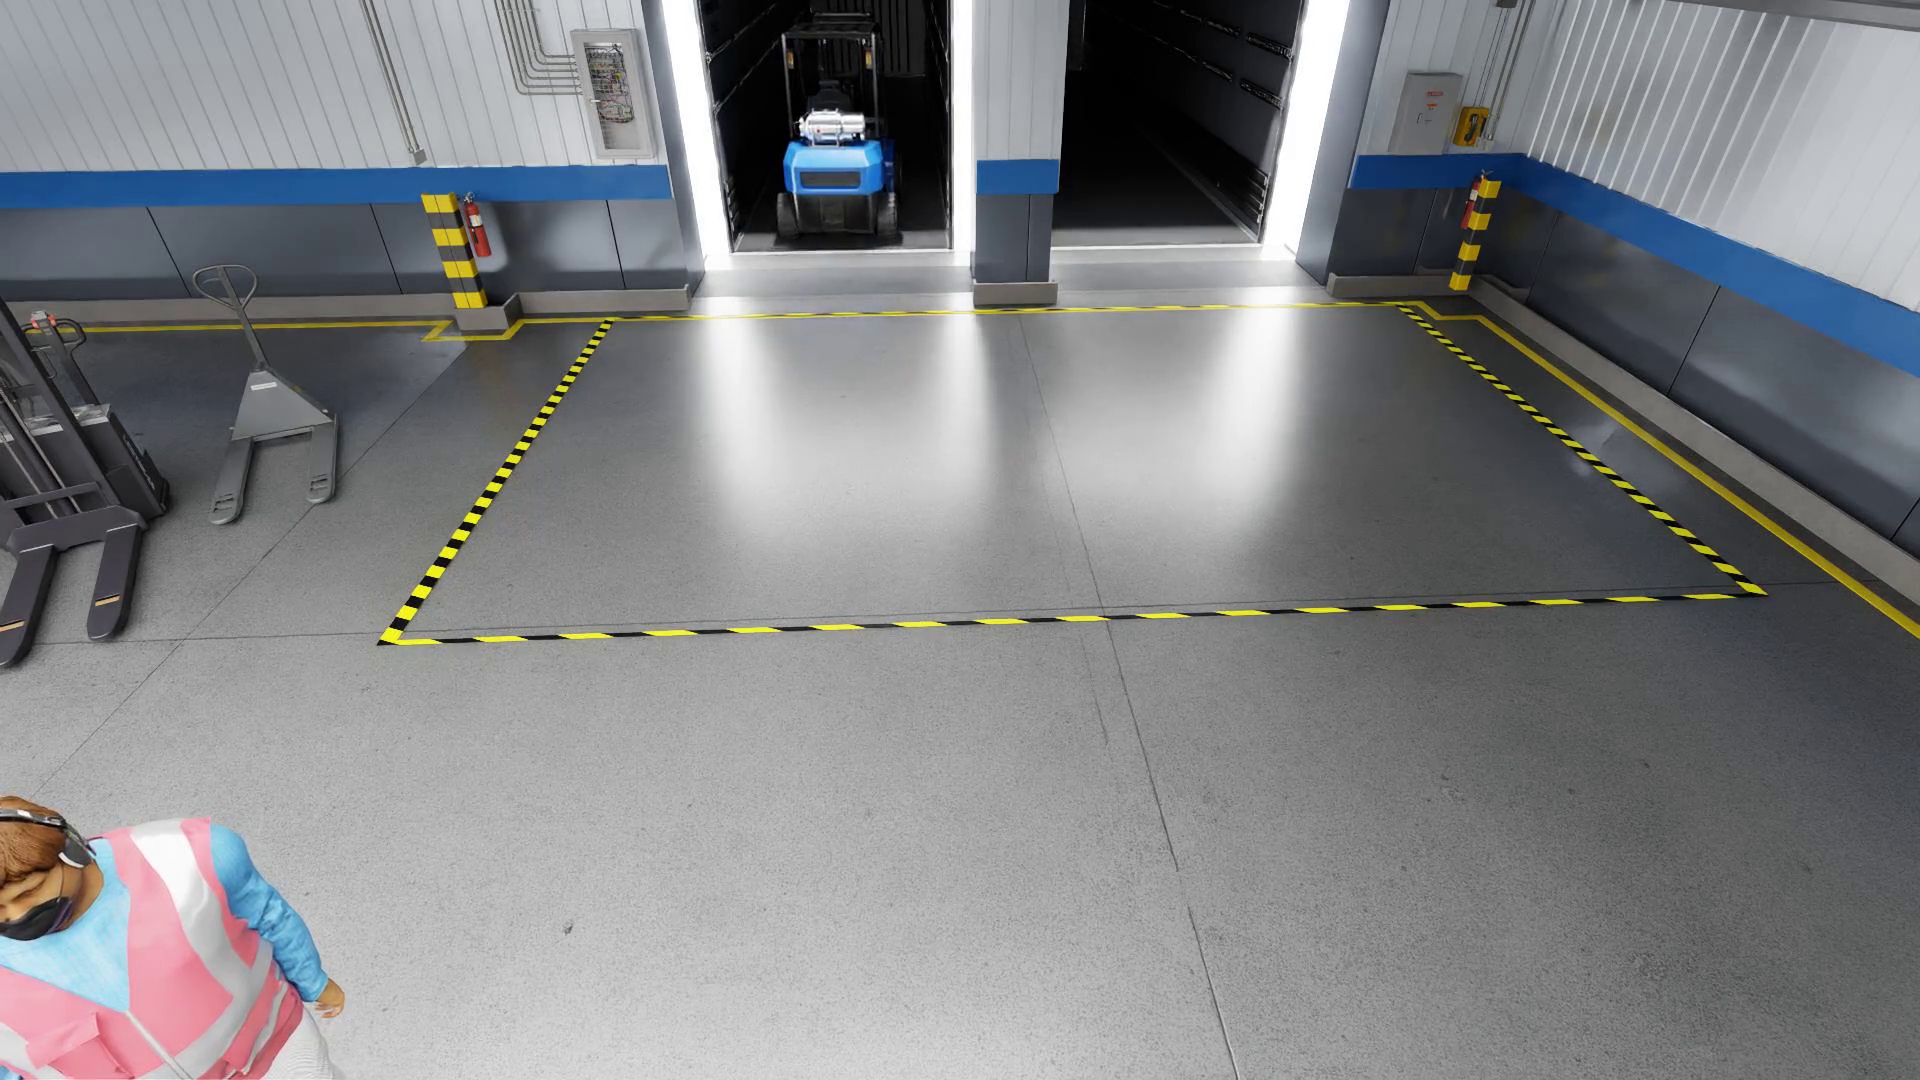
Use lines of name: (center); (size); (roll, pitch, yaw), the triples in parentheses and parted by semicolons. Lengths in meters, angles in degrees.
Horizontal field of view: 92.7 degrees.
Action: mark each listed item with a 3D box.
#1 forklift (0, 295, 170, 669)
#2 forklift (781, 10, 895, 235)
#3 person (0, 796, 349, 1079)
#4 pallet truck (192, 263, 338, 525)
forklift: (-5.212, -0.618, 4.878); (0.823, 1.965, 1.885); (-20, 39, -26)
forklift: (-1.416, -4.993, 10.845); (1.157, 2.036, 2.680); (0, 35, 0)
person: (-1.893, 1.288, 2.273); (0.429, 1.841, 0.635); (26, 43, 33)
pallet truck: (-4.778, -1.027, 6.128); (0.680, 1.201, 1.601); (-17, 38, -23)
